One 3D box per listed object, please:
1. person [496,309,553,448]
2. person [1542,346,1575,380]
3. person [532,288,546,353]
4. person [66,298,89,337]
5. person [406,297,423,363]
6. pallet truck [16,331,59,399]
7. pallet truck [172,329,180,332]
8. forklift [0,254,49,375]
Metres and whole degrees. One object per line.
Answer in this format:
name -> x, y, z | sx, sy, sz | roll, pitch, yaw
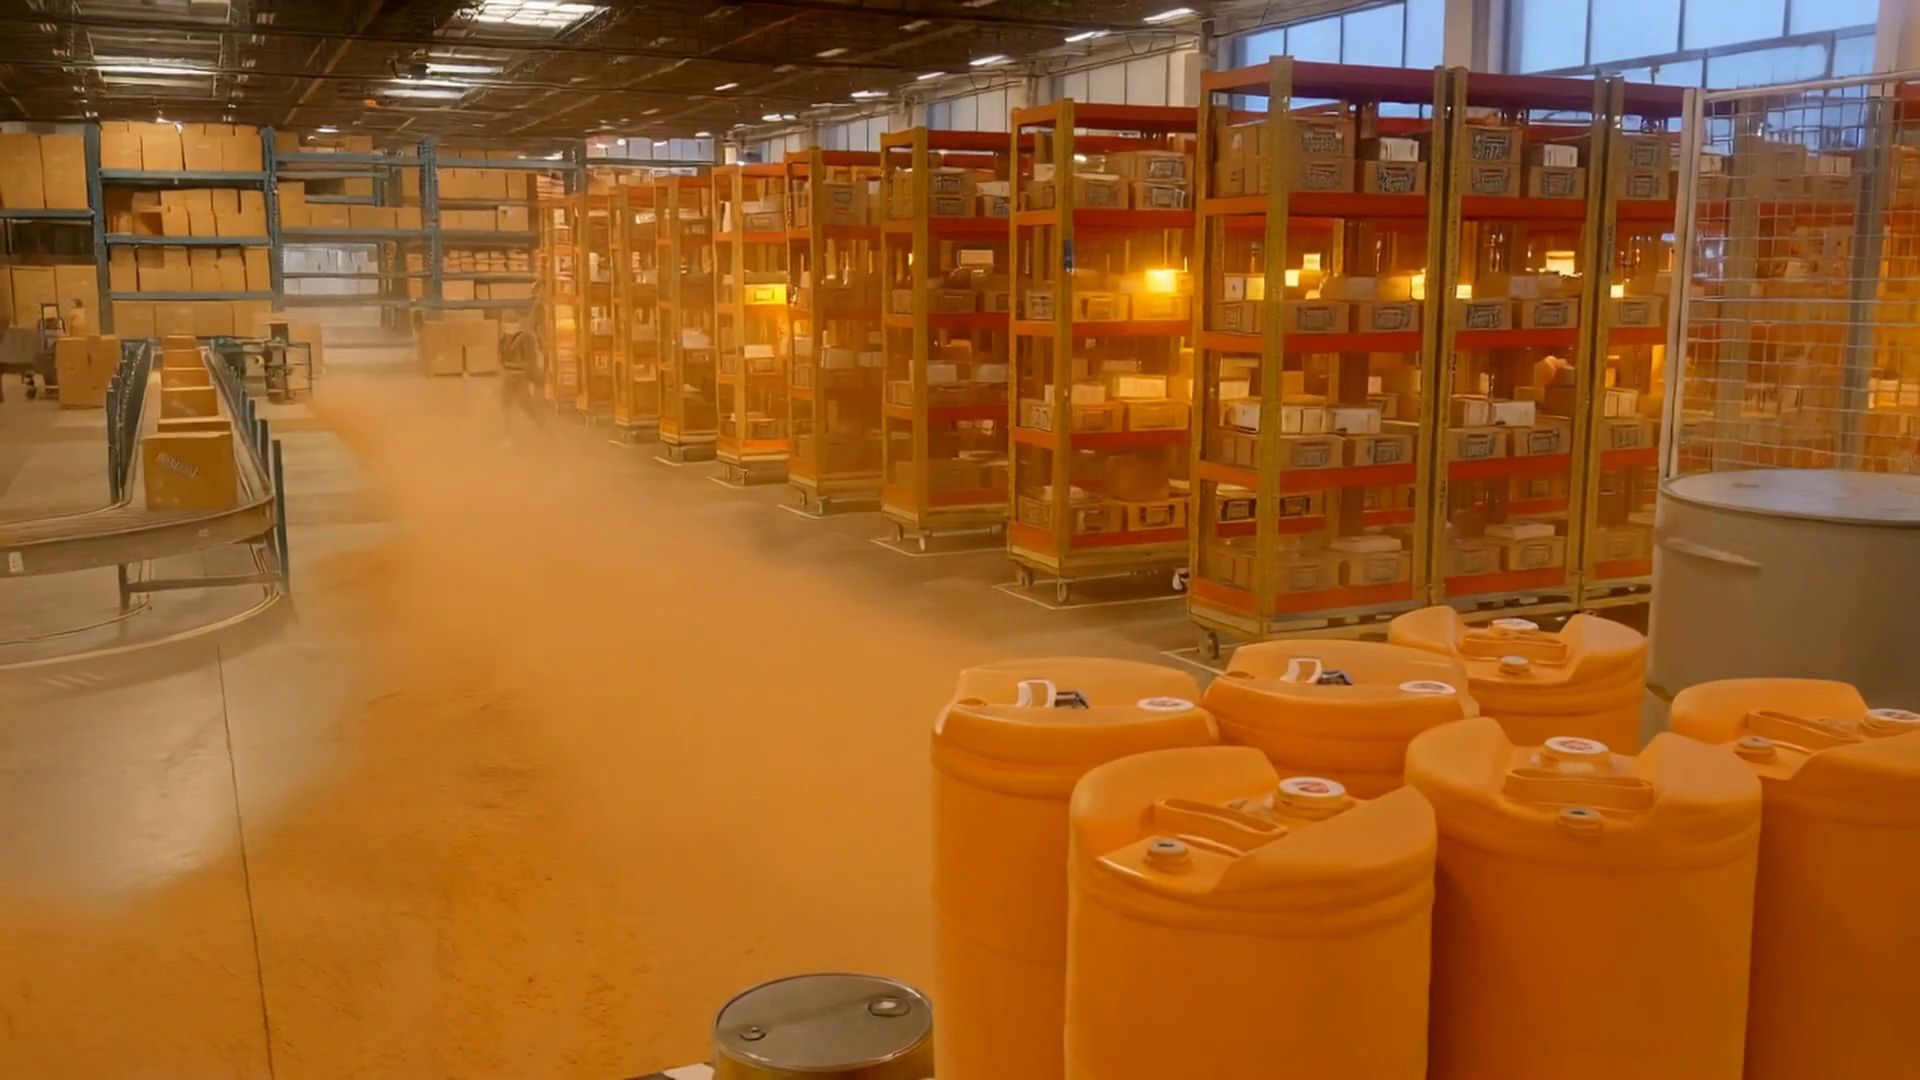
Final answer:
person -> -6.070, -2.250, 23.050 | 0.615, 1.914, 0.851 | 6, 11, 32
person -> 6.004, -1.197, 16.738 | 0.416, 1.847, 0.584 | 8, 12, 42
person -> -11.427, -5.898, 45.495 | 0.801, 1.971, 0.631 | -5, 10, -27
person -> -20.240, -4.636, 38.139 | 0.404, 1.823, 0.590 | 3, 10, 16
person -> -14.382, -5.545, 43.983 | 0.743, 1.736, 0.544 | -5, 10, -27
pallet truck -> -17.082, -3.353, 31.781 | 1.630, 1.274, 0.653 | -4, 10, -25
pallet truck -> -17.275, -3.851, 35.096 | 1.601, 1.201, 0.680 | 0, 9, 1
forklift -> -22.038, -5.161, 38.105 | 1.873, 2.768, 1.129 | -4, 10, -25
